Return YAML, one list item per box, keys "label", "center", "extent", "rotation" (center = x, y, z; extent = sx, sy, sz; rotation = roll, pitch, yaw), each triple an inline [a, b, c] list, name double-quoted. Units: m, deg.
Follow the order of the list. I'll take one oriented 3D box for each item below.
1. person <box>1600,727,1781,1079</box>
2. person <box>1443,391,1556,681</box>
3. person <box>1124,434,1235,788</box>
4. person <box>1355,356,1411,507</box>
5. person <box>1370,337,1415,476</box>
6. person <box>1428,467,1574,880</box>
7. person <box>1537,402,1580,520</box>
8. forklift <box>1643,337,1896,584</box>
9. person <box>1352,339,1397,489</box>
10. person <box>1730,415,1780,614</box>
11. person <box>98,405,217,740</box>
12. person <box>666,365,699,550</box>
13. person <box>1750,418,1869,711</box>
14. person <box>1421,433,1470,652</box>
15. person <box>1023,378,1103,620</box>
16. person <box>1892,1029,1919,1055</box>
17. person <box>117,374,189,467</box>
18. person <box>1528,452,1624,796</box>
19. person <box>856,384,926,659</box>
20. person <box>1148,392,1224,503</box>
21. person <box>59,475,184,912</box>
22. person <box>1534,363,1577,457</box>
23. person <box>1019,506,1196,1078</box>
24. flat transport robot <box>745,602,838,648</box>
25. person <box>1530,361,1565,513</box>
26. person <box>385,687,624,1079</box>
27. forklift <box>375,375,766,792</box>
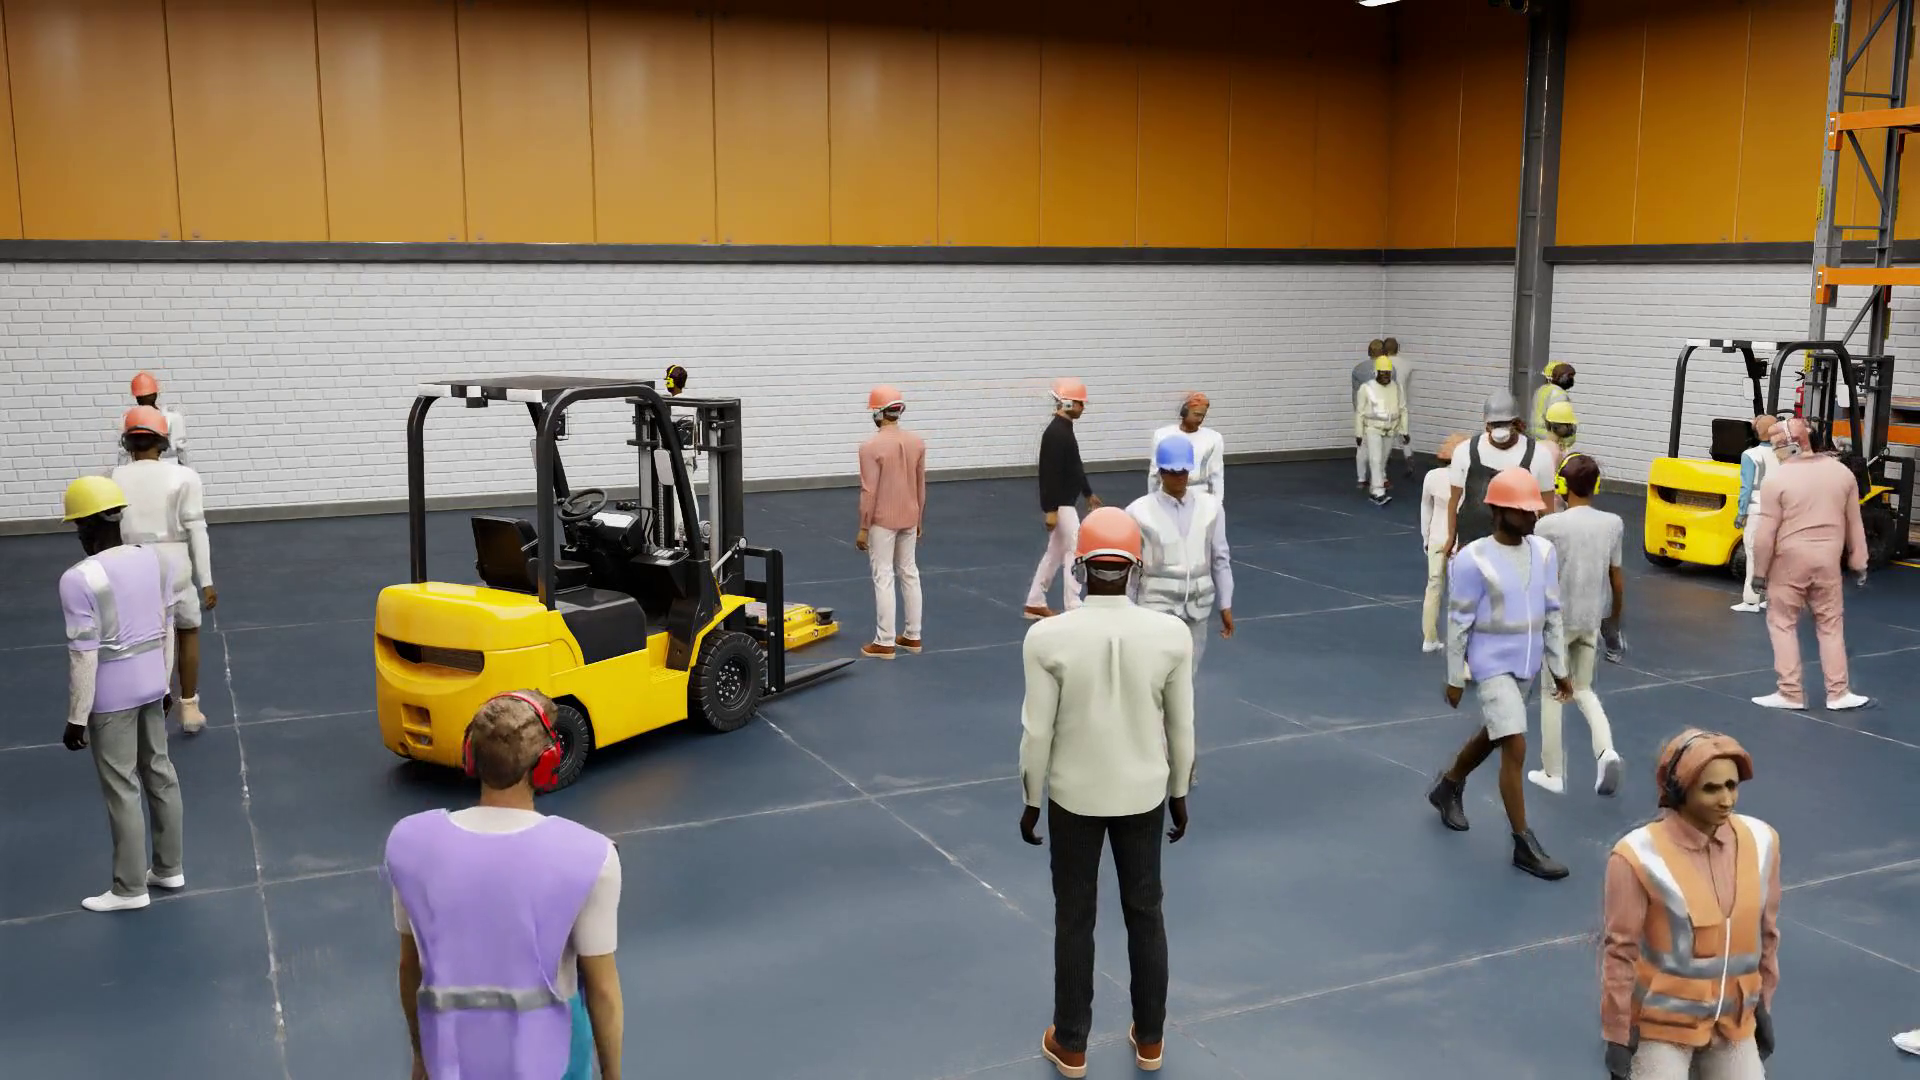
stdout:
- label: "person"
  center: [1.909, 1.280, 4.424]
  extent: [0.531, 1.623, 0.425]
  rotation: [-2, 9, -15]
- label: "person"
  center: [3.661, -0.041, 11.336]
  extent: [0.729, 2.000, 0.882]
  rotation: [3, 10, 20]
- label: "person"
  center: [1.190, 0.347, 9.331]
  extent: [0.598, 1.916, 0.955]
  rotation: [-3, 10, -16]
- label: "person"
  center: [5.093, -1.293, 19.880]
  extent: [0.596, 1.792, 0.890]
  rotation: [-2, 9, -14]
- label: "person"
  center: [5.947, -1.826, 22.826]
  extent: [0.630, 1.914, 0.907]
  rotation: [-2, 9, -10]
- label: "person"
  center: [2.580, 0.578, 7.979]
  extent: [0.544, 1.900, 1.001]
  rotation: [-4, 10, -26]
- label: "person"
  center: [4.758, -0.231, 13.415]
  extent: [0.395, 1.753, 0.584]
  rotation: [2, 9, 13]
- label: "forklift"
  center: [7.551, -0.789, 15.507]
  extent: [2.313, 2.155, 1.214]
  rotation: [-4, 10, -25]
- label: "person"
  center: [5.346, -1.617, 21.433]
  extent: [0.632, 1.940, 0.372]
  rotation: [8, 12, 41]
- label: "person"
  center: [6.579, -0.208, 13.624]
  extent: [0.514, 1.636, 0.315]
  rotation: [-3, 10, -18]
- label: "person"
  center: [-4.746, 0.212, 9.866]
  extent: [0.693, 2.009, 0.724]
  rotation: [-1, 9, -8]
- label: "person"
  center: [-2.821, -0.814, 16.664]
  extent: [0.329, 1.872, 0.507]
  rotation: [5, 11, 30]
- label: "person"
  center: [5.449, 0.161, 10.629]
  extent: [0.804, 1.871, 0.428]
  rotation: [-1, 9, -5]
- label: "person"
  center: [3.588, 0.034, 12.132]
  extent: [0.271, 1.631, 0.507]
  rotation: [-7, 11, -35]
- label: "person"
  center: [0.803, -0.297, 13.181]
  extent: [0.637, 1.967, 0.637]
  rotation: [1, 9, 5]
- label: "person"
  center: [3.674, 1.000, 5.907]
  extent: [0.759, 1.716, 0.505]
  rotation: [3, 10, 16]
- label: "person"
  center: [-7.403, -0.587, 15.280]
  extent: [0.568, 1.880, 1.013]
  rotation: [-2, 9, -15]
- label: "person"
  center: [3.257, 0.465, 8.786]
  extent: [0.533, 1.855, 0.587]
  rotation: [-2, 9, -9]
- label: "person"
  center: [-0.514, -0.138, 12.091]
  extent: [0.401, 1.989, 0.623]
  rotation: [9, 13, 44]
- label: "person"
  center: [1.816, -0.275, 13.370]
  extent: [0.599, 1.848, 0.481]
  rotation: [1, 9, 8]
- label: "person"
  center: [-3.689, 0.671, 7.291]
  extent: [0.379, 1.921, 0.586]
  rotation: [2, 9, 15]
- label: "person"
  center: [6.599, -1.018, 18.142]
  extent: [0.919, 1.794, 0.643]
  rotation: [1, 9, 5]
- label: "person"
  center: [0.506, 0.874, 5.801]
  extent: [0.622, 1.992, 0.394]
  rotation: [-1, 9, -8]
- label: "flat transport robot"
  center: [-1.718, 0.609, 12.774]
  extent: [1.431, 0.197, 0.652]
  rotation: [4, 10, 26]
- label: "person"
  center: [6.564, -1.115, 18.714]
  extent: [0.706, 1.810, 0.594]
  rotation: [7, 12, 37]
- label: "person"
  center: [-1.083, 1.259, 3.973]
  extent: [0.574, 1.818, 0.794]
  rotation: [0, 9, 1]
- label: "forklift"
  center: [-2.268, 0.149, 9.685]
  extent: [1.214, 2.155, 2.313]
  rotation: [6, 11, 32]
